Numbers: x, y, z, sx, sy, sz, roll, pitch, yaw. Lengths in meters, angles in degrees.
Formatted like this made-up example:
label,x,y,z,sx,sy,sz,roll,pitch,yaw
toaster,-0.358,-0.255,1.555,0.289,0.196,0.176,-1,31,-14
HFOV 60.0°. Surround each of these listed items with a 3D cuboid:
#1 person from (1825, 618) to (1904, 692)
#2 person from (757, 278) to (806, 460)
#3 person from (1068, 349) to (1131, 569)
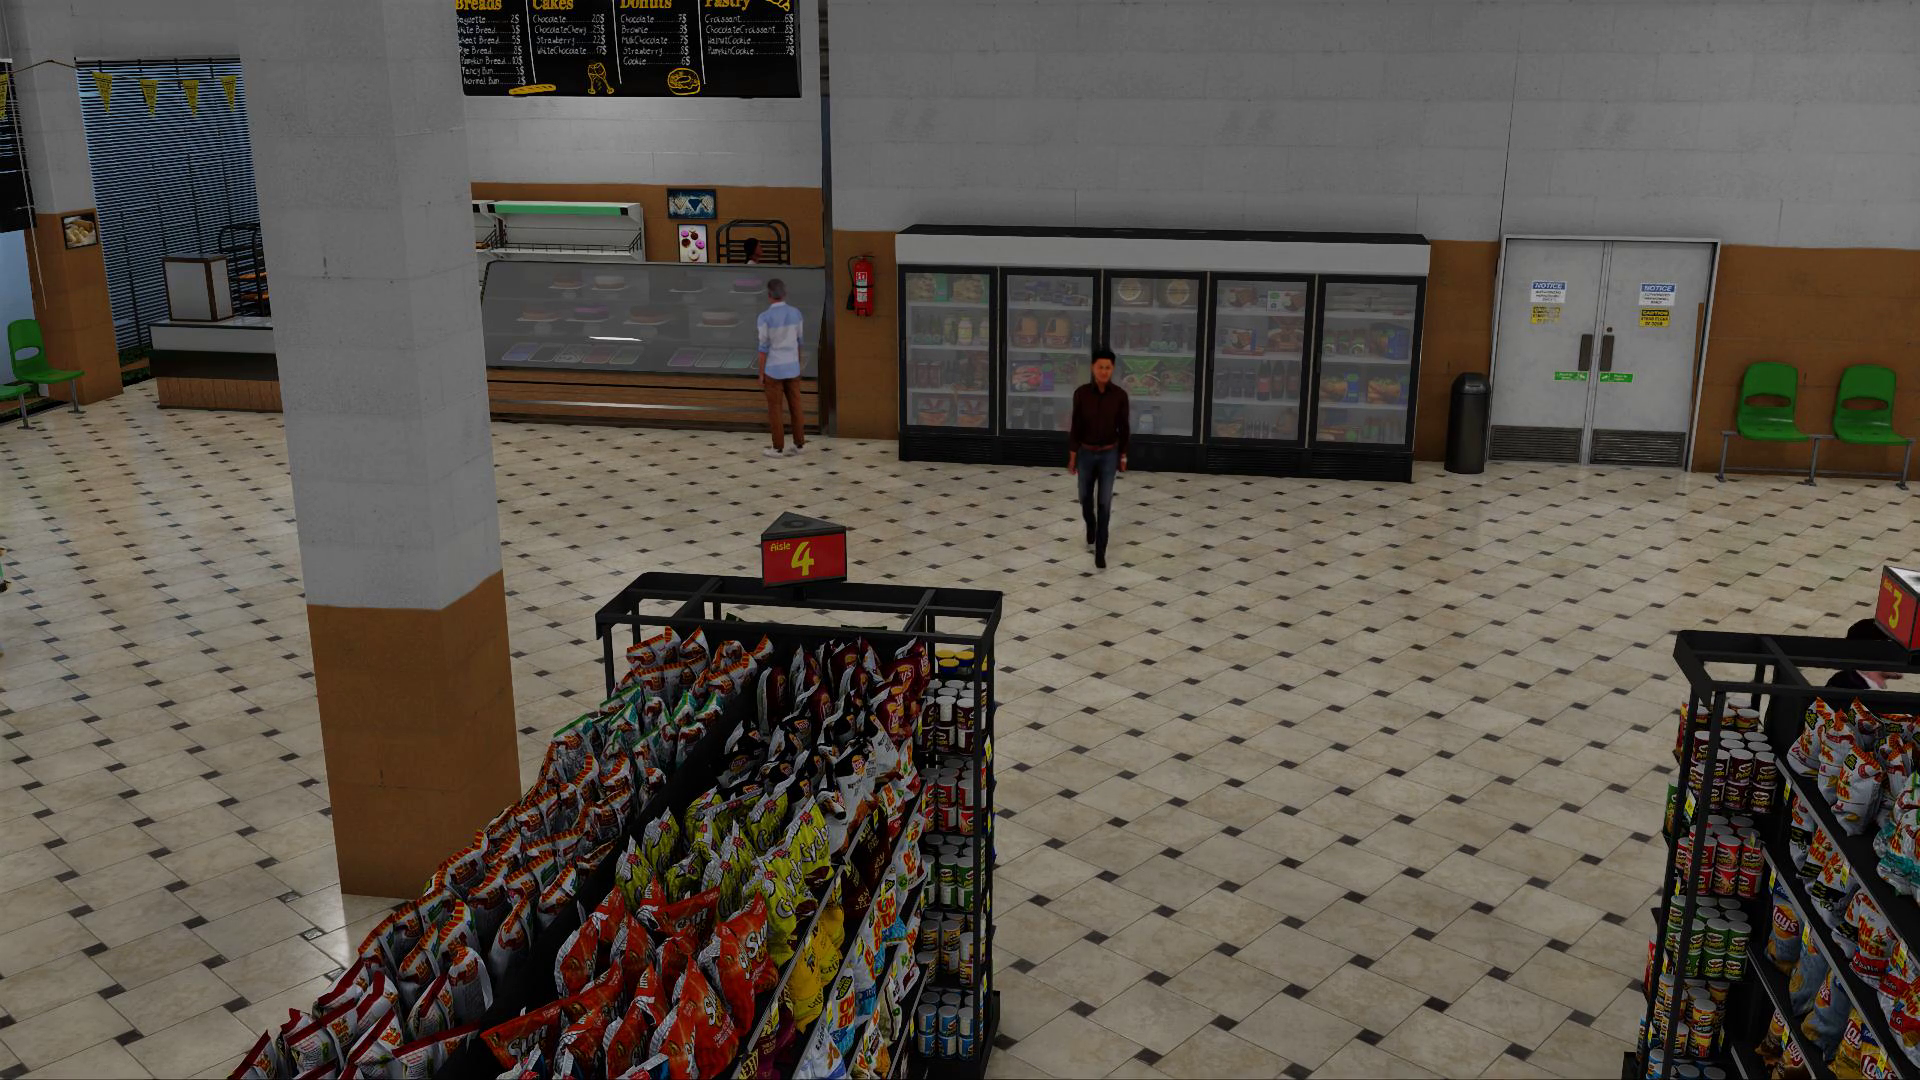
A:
label,x,y,z,sx,sy,sz,roll,pitch,yaw
person,3.780,1.193,7.295,0.892,1.822,0.985,8,19,25
person,-1.825,-1.731,17.020,0.746,1.767,0.812,-12,21,-35
person,1.119,-0.690,13.622,0.659,1.749,1.091,2,17,8
